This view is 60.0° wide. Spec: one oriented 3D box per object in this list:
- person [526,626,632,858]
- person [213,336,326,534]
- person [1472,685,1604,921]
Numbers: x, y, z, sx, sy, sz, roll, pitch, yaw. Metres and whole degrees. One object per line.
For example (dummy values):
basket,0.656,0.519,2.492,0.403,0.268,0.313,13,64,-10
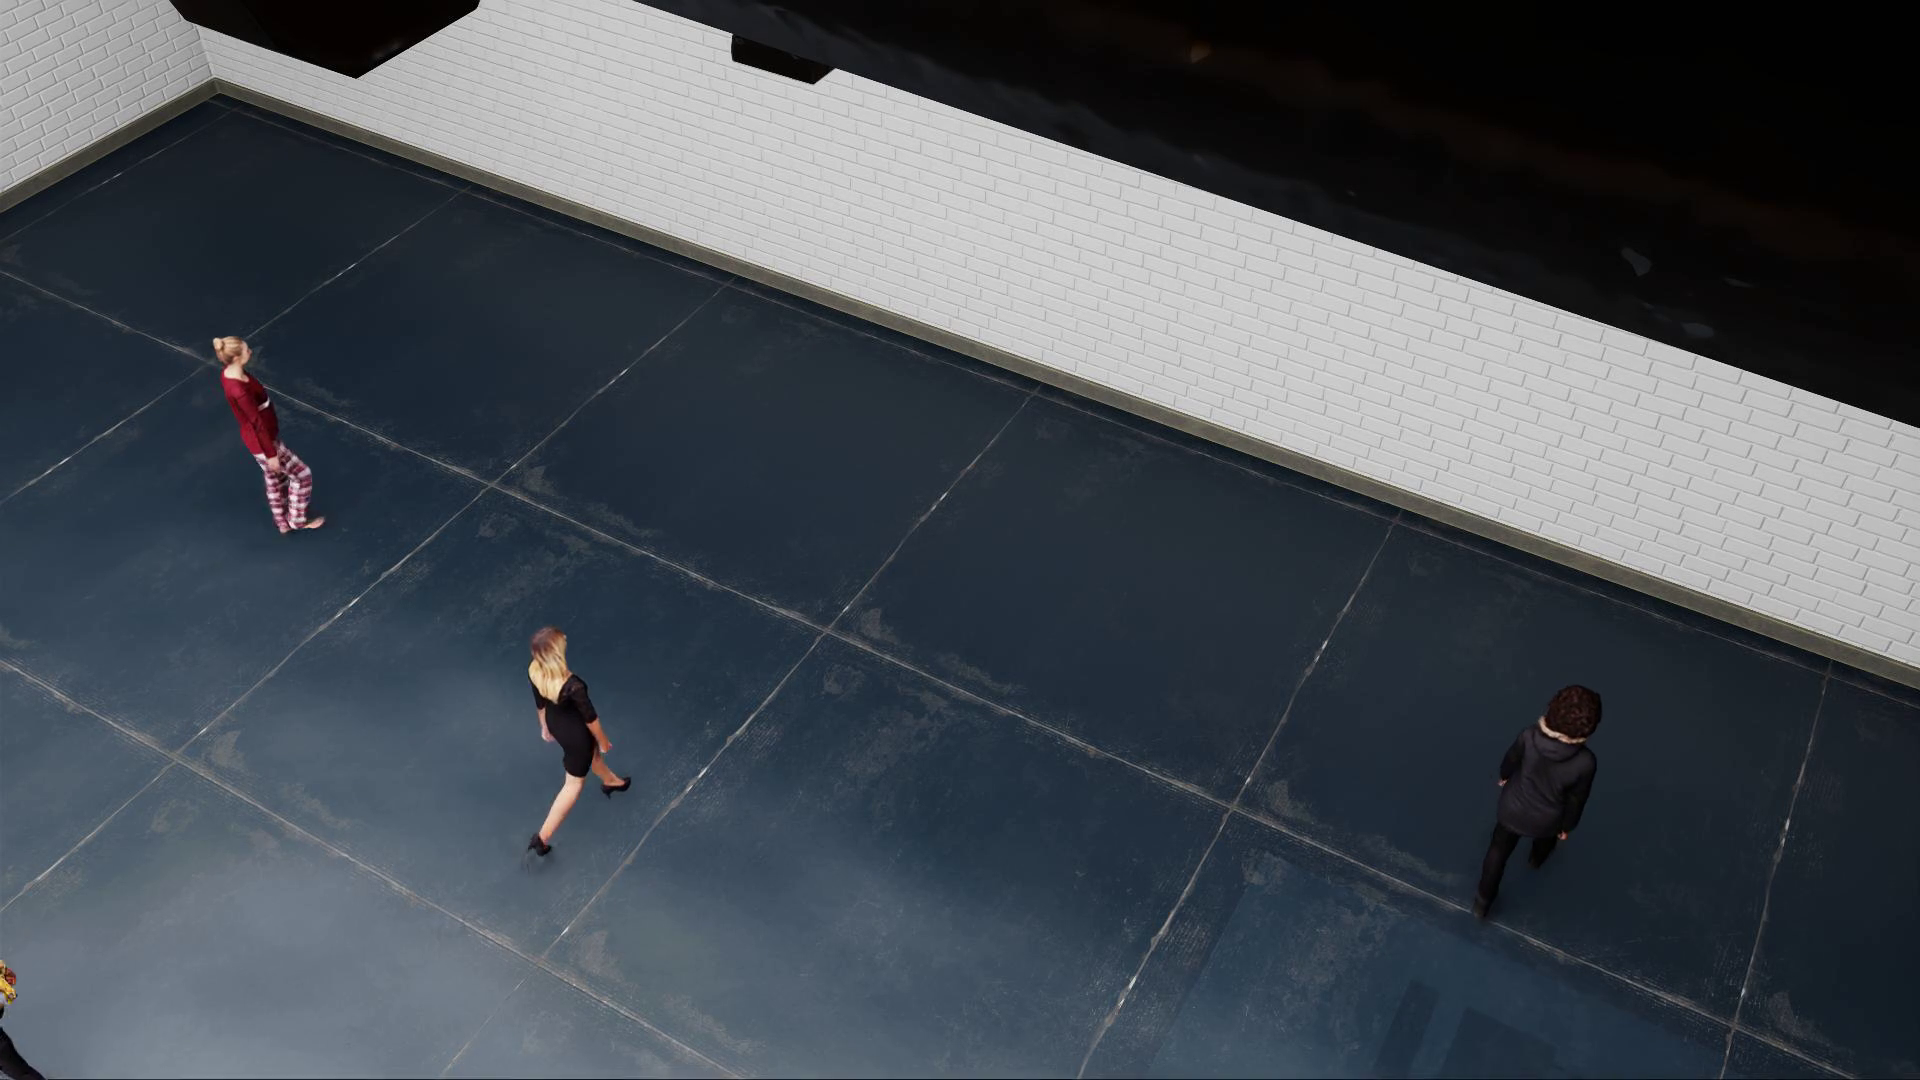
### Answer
person,-2.292,1.176,9.595,0.675,1.645,1.095,30,51,27
person,-4.888,-0.687,11.512,0.741,1.698,0.750,-24,49,-23
person,3.149,1.506,9.182,0.660,1.738,1.002,24,49,23
